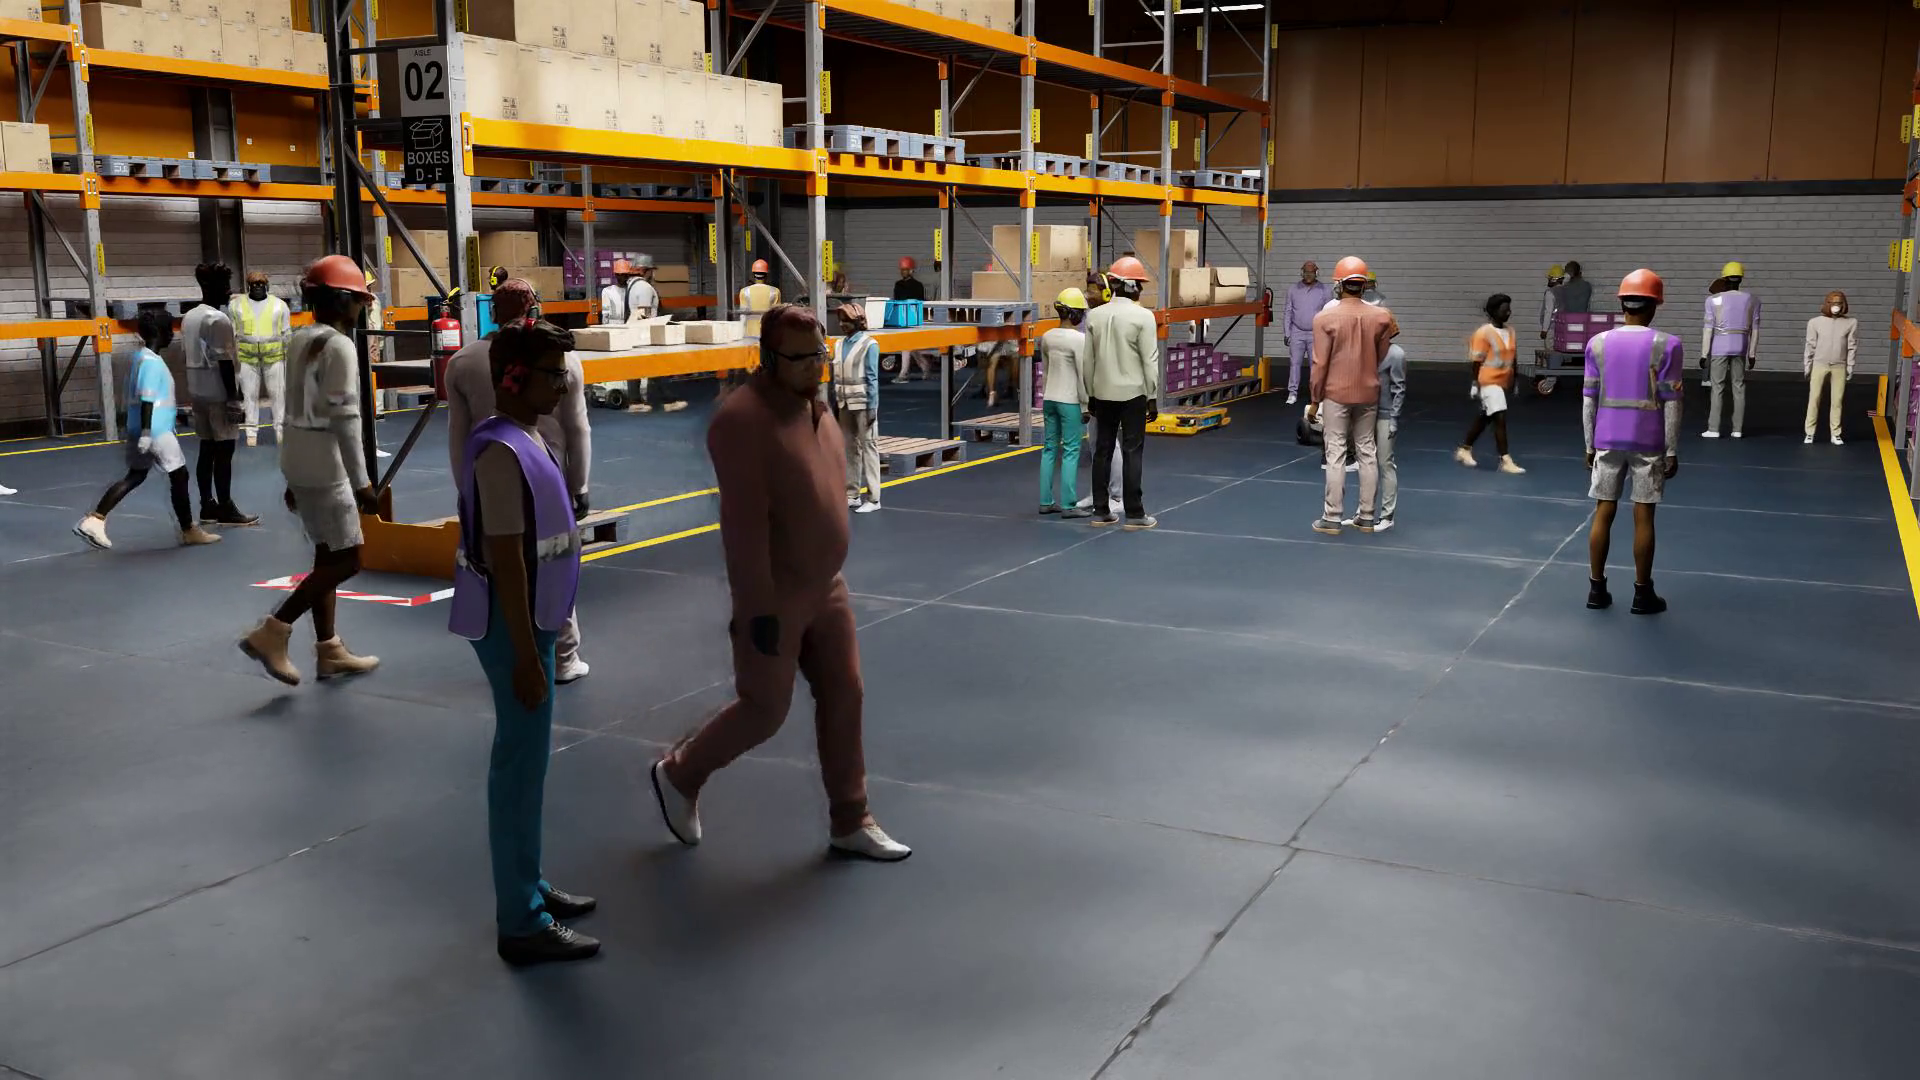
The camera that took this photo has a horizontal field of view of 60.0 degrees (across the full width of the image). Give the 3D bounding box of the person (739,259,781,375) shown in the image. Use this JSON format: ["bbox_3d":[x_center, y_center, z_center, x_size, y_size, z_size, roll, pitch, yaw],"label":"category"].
[{"bbox_3d":[-2.597,-2.686,21.722,0.551,1.935,0.371,-1,10,-7],"label":"person"}]

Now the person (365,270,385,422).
[{"bbox_3d":[-7.111,-2.322,19.916,0.404,1.830,0.602,-6,11,-31],"label":"person"}]

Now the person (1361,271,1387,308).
[{"bbox_3d":[5.613,-2.830,23.046,0.634,1.781,0.942,6,12,33],"label":"person"}]

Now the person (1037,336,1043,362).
[{"bbox_3d":[1.297,-2.817,23.116,0.474,1.708,0.773,-1,10,-4],"label":"person"}]

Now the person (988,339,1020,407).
[{"bbox_3d":[0.631,-2.763,22.044,0.622,1.978,1.080,5,11,27],"label":"person"}]

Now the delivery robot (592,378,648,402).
[{"bbox_3d":[-4.436,-2.043,21.726,0.477,0.478,0.707,10,14,44],"label":"delivery robot"}]

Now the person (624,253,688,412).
[{"bbox_3d":[-3.871,-2.641,21.162,0.826,2.000,0.698,-6,11,-29],"label":"person"}]

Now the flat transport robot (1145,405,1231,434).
[{"bbox_3d":[2.564,-1.385,19.011,0.652,0.197,1.431,5,11,27],"label":"flat transport robot"}]

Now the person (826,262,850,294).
[{"bbox_3d":[-2.151,-3.828,28.560,0.577,1.864,0.990,4,11,21],"label":"person"}]

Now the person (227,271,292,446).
[{"bbox_3d":[-7.329,-1.894,17.454,0.624,1.837,0.429,-3,10,-18],"label":"person"}]

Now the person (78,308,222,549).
[{"bbox_3d":[-5.590,-0.750,11.332,0.843,1.656,0.533,-6,12,-32],"label":"person"}]

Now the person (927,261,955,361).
[{"bbox_3d":[-0.376,-4.314,31.145,0.629,1.940,0.372,-9,13,-43],"label":"person"}]

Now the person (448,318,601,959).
[{"bbox_3d":[-1.275,0.282,4.829,0.390,1.837,0.563,-2,10,-12],"label":"person"}]

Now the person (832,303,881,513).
[{"bbox_3d":[-0.812,-1.028,13.008,0.311,1.634,0.519,-9,14,-43],"label":"person"}]

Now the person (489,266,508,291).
[{"bbox_3d":[-5.333,-2.239,19.331,0.328,1.872,0.513,3,10,16],"label":"person"}]

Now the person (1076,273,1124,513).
[{"bbox_3d":[1.106,-1.138,12.965,0.310,1.868,0.534,-5,11,-27],"label":"person"}]

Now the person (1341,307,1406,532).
[{"bbox_3d":[3.036,-0.879,12.142,0.281,1.634,0.498,-5,11,-25],"label":"person"}]

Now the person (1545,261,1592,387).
[{"bbox_3d":[9.166,-3.229,25.003,1.018,1.882,0.650,-4,11,-22],"label":"person"}]

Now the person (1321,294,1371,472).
[{"bbox_3d":[3.585,-1.587,15.462,0.392,1.911,0.582,-5,11,-29],"label":"person"}]

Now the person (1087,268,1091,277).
[{"bbox_3d":[1.799,-2.860,23.010,0.624,1.844,0.430,2,10,11],"label":"person"}]

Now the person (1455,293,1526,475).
[{"bbox_3d":[4.947,-1.463,15.462,0.536,1.655,0.852,-7,12,-36],"label":"person"}]

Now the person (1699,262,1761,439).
[{"bbox_3d":[8.377,-2.061,18.143,0.594,1.922,0.386,1,10,4],"label":"person"}]

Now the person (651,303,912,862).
[{"bbox_3d":[-0.617,0.152,5.500,0.813,1.871,0.645,5,11,27],"label":"person"}]

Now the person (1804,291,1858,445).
[{"bbox_3d":[9.194,-1.818,17.602,0.493,1.626,0.286,3,10,18],"label":"person"}]

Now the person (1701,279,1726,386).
[{"bbox_3d":[11.465,-3.143,25.271,0.271,1.629,0.497,4,11,24],"label":"person"}]

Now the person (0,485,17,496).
[{"bbox_3d":[-8.225,-1.296,13.788,0.638,1.902,0.407,3,10,17],"label":"person"}]

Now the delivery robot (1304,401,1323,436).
[{"bbox_3d":[3.867,-1.282,17.323,0.477,0.478,0.707,-2,10,-11],"label":"delivery robot"}]

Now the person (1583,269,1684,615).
[{"bbox_3d":[3.779,-0.548,9.361,0.543,1.934,0.362,8,13,39],"label":"person"}]

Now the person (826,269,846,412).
[{"bbox_3d":[-1.563,-2.296,19.790,0.454,1.826,0.504,-1,10,-5],"label":"person"}]

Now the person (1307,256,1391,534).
[{"bbox_3d":[2.793,-1.034,11.992,0.611,1.996,0.387,-2,10,-13],"label":"person"}]

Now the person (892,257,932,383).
[{"bbox_3d":[-0.749,-3.450,26.061,0.882,1.970,0.609,-9,13,-42],"label":"person"}]

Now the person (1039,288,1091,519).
[{"bbox_3d":[0.823,-1.047,12.757,0.339,1.760,0.527,-7,12,-36],"label":"person"}]

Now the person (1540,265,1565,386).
[{"bbox_3d":[9.001,-3.239,25.216,0.590,1.837,0.403,-8,13,-39],"label":"person"}]

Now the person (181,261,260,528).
[{"bbox_3d":[-5.501,-1.074,12.313,0.613,1.962,0.362,9,13,41],"label":"person"}]

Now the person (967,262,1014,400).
[{"bbox_3d":[0.423,-2.861,22.834,0.796,1.894,0.558,-8,13,-39],"label":"person"}]

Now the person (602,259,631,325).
[{"bbox_3d":[-4.385,-2.683,21.701,0.542,1.939,0.361,-5,11,-25],"label":"person"}]

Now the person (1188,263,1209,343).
[{"bbox_3d":[3.790,-3.467,26.430,0.346,1.879,0.578,7,12,35],"label":"person"}]

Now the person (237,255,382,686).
[{"bbox_3d":[-3.015,-0.307,7.739,0.710,2.012,0.630,-8,13,-39],"label":"person"}]

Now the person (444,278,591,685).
[{"bbox_3d":[-2.045,-0.263,7.789,0.643,1.908,0.399,-1,10,-4],"label":"person"}]

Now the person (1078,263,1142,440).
[{"bbox_3d":[1.439,-1.645,15.718,0.655,1.922,0.526,5,11,25],"label":"person"}]

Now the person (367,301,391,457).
[{"bbox_3d":[-5.913,-1.635,16.503,0.312,1.638,0.512,-9,13,-42],"label":"person"}]

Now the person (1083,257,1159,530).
[{"bbox_3d":[1.195,-1.068,12.199,0.623,1.989,0.389,8,13,39],"label":"person"}]

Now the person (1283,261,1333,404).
[{"bbox_3d":[4.637,-2.755,22.213,0.643,1.909,0.409,2,10,14],"label":"person"}]
